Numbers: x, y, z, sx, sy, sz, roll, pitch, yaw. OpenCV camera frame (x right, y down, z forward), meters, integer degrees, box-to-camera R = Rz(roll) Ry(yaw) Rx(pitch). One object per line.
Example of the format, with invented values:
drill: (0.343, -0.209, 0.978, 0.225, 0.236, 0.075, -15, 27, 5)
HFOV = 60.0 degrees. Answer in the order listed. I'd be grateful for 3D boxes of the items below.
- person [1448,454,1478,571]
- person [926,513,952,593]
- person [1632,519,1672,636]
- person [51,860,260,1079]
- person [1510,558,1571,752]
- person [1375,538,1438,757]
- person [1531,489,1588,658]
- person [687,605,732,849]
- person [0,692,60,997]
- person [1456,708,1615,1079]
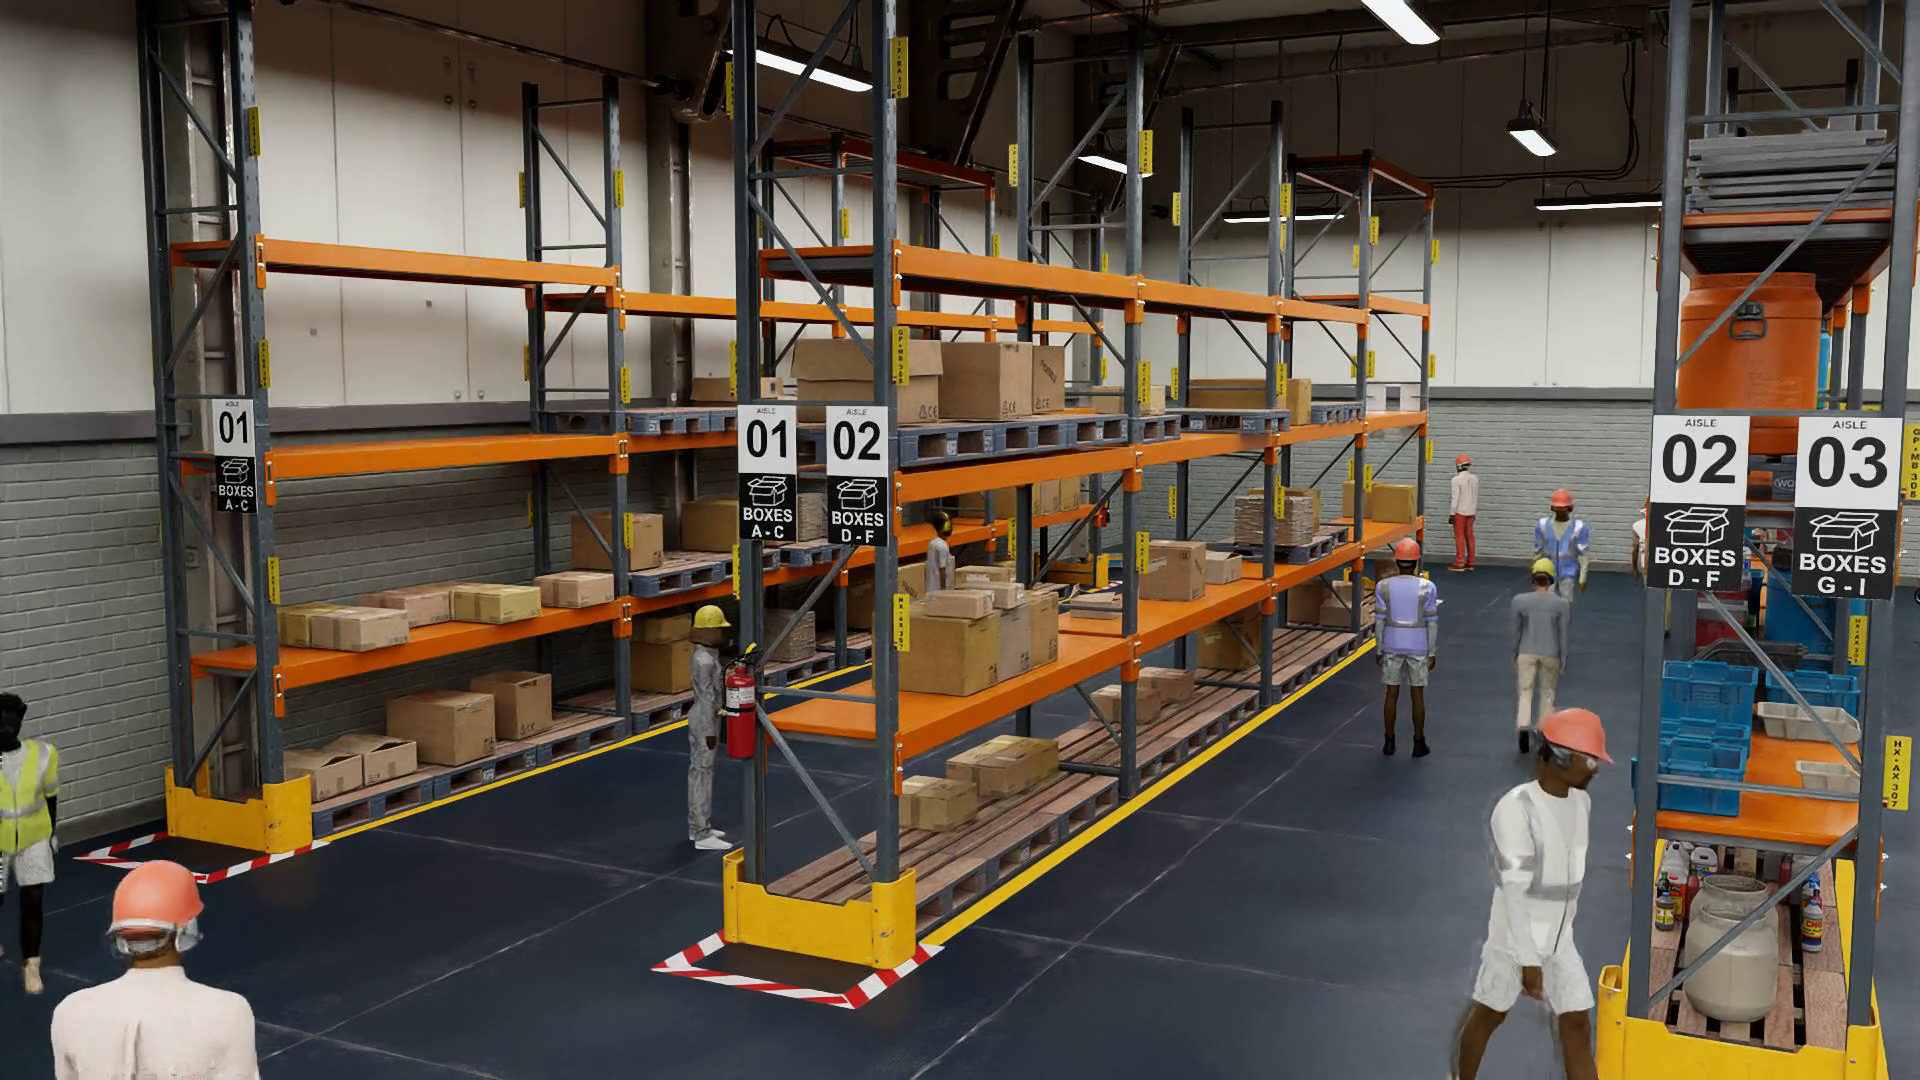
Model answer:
person: (8.524, -0.465, 28.228, 0.614, 1.993, 0.395, -4, 7, -32)
person: (-0.255, 0.627, 18.380, 0.462, 1.846, 0.622, -2, 6, -18)
person: (8.856, 0.357, 21.143, 0.590, 1.799, 0.886, 2, 6, 21)
person: (-2.360, 1.941, 4.893, 0.622, 1.981, 0.556, 0, 6, -2)
person: (5.195, 1.028, 14.923, 0.520, 1.739, 0.775, 2, 6, 22)
person: (3.946, 0.950, 14.722, 0.542, 1.943, 0.348, 2, 6, 23)
person: (7.015, 0.417, 19.513, 0.645, 2.019, 0.719, 3, 7, 29)
person: (-1.802, 1.333, 11.957, 0.312, 1.744, 0.487, -1, 6, -13)
person: (-5.297, 1.645, 9.231, 0.543, 1.674, 0.663, -5, 8, -40)
person: (2.536, 1.713, 7.112, 0.652, 1.966, 1.076, -3, 7, -29)
